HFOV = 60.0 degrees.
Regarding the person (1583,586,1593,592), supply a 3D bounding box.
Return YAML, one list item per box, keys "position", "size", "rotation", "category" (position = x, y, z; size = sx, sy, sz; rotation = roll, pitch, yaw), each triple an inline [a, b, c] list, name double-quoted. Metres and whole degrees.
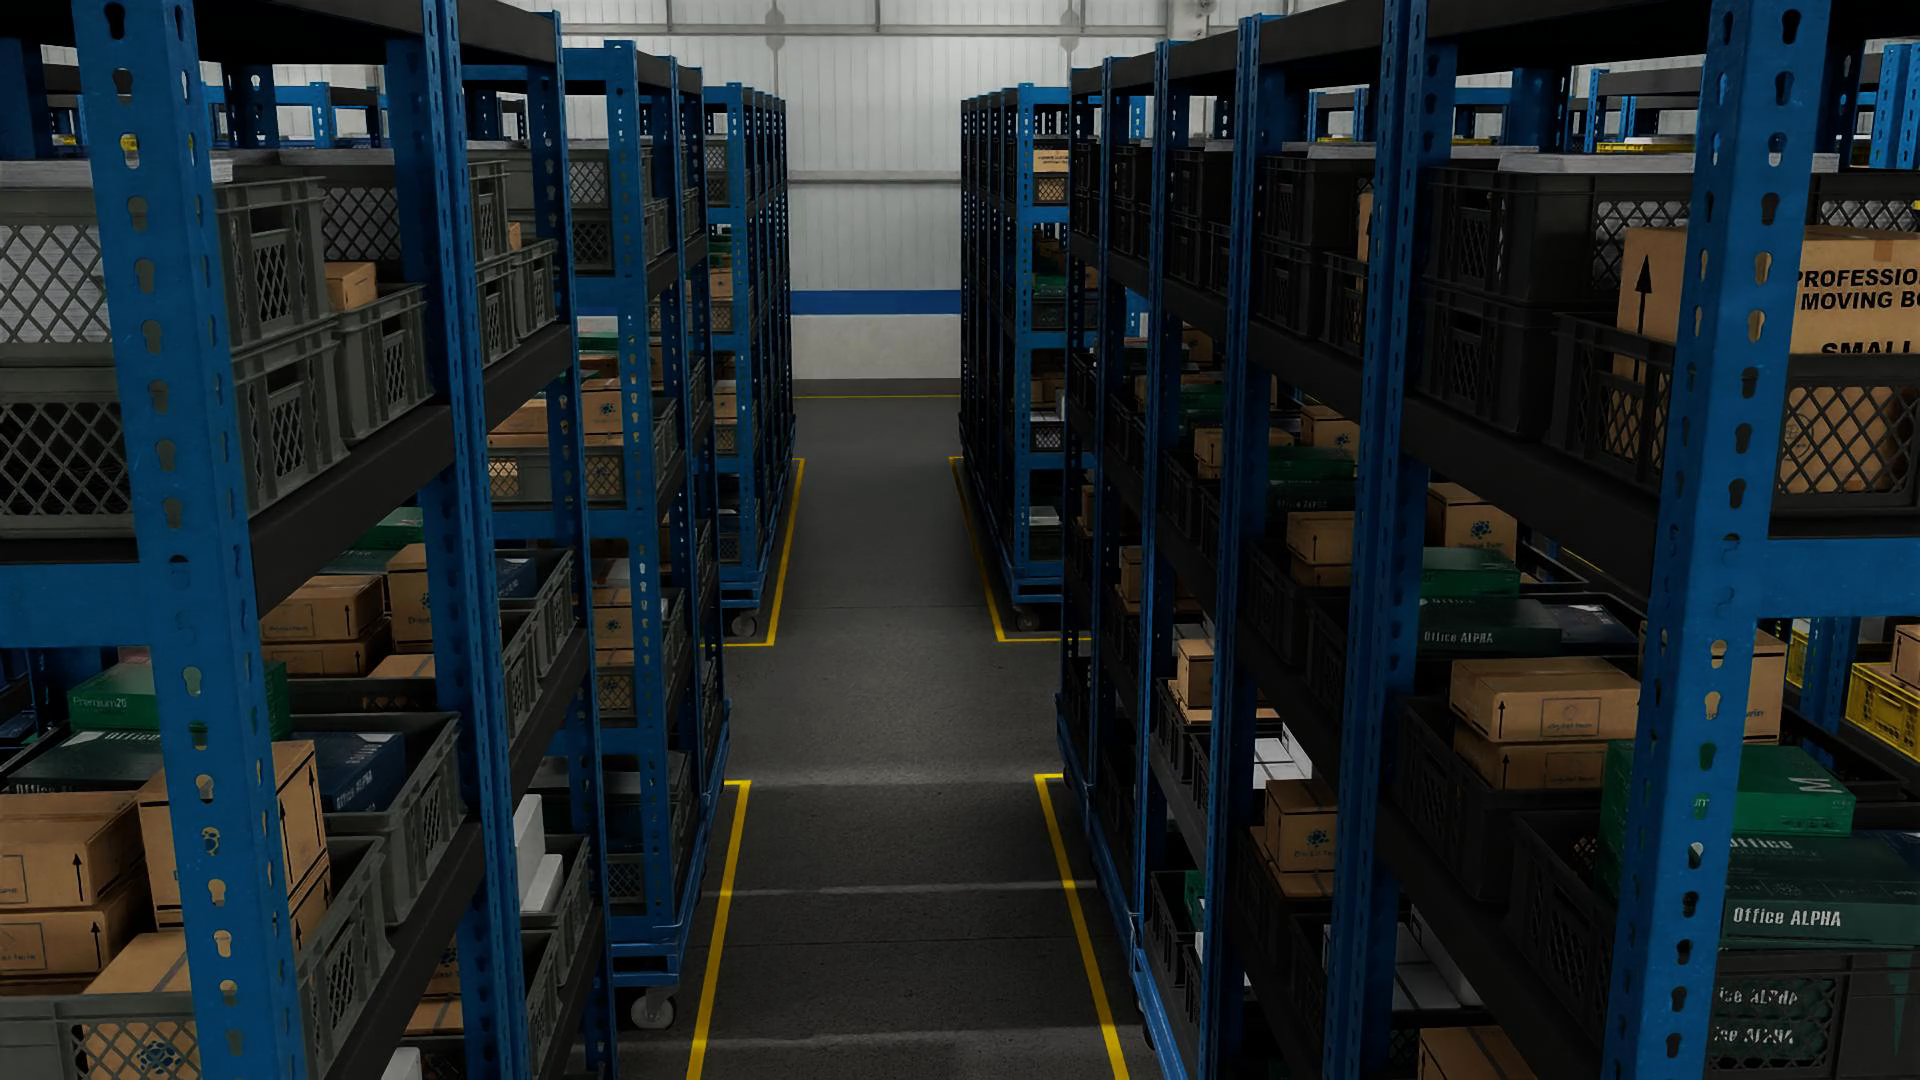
- position: [4.510, -0.408, 11.620]
  size: [0.404, 1.829, 0.600]
  rotation: [-2, 14, -8]
  category: "person"
